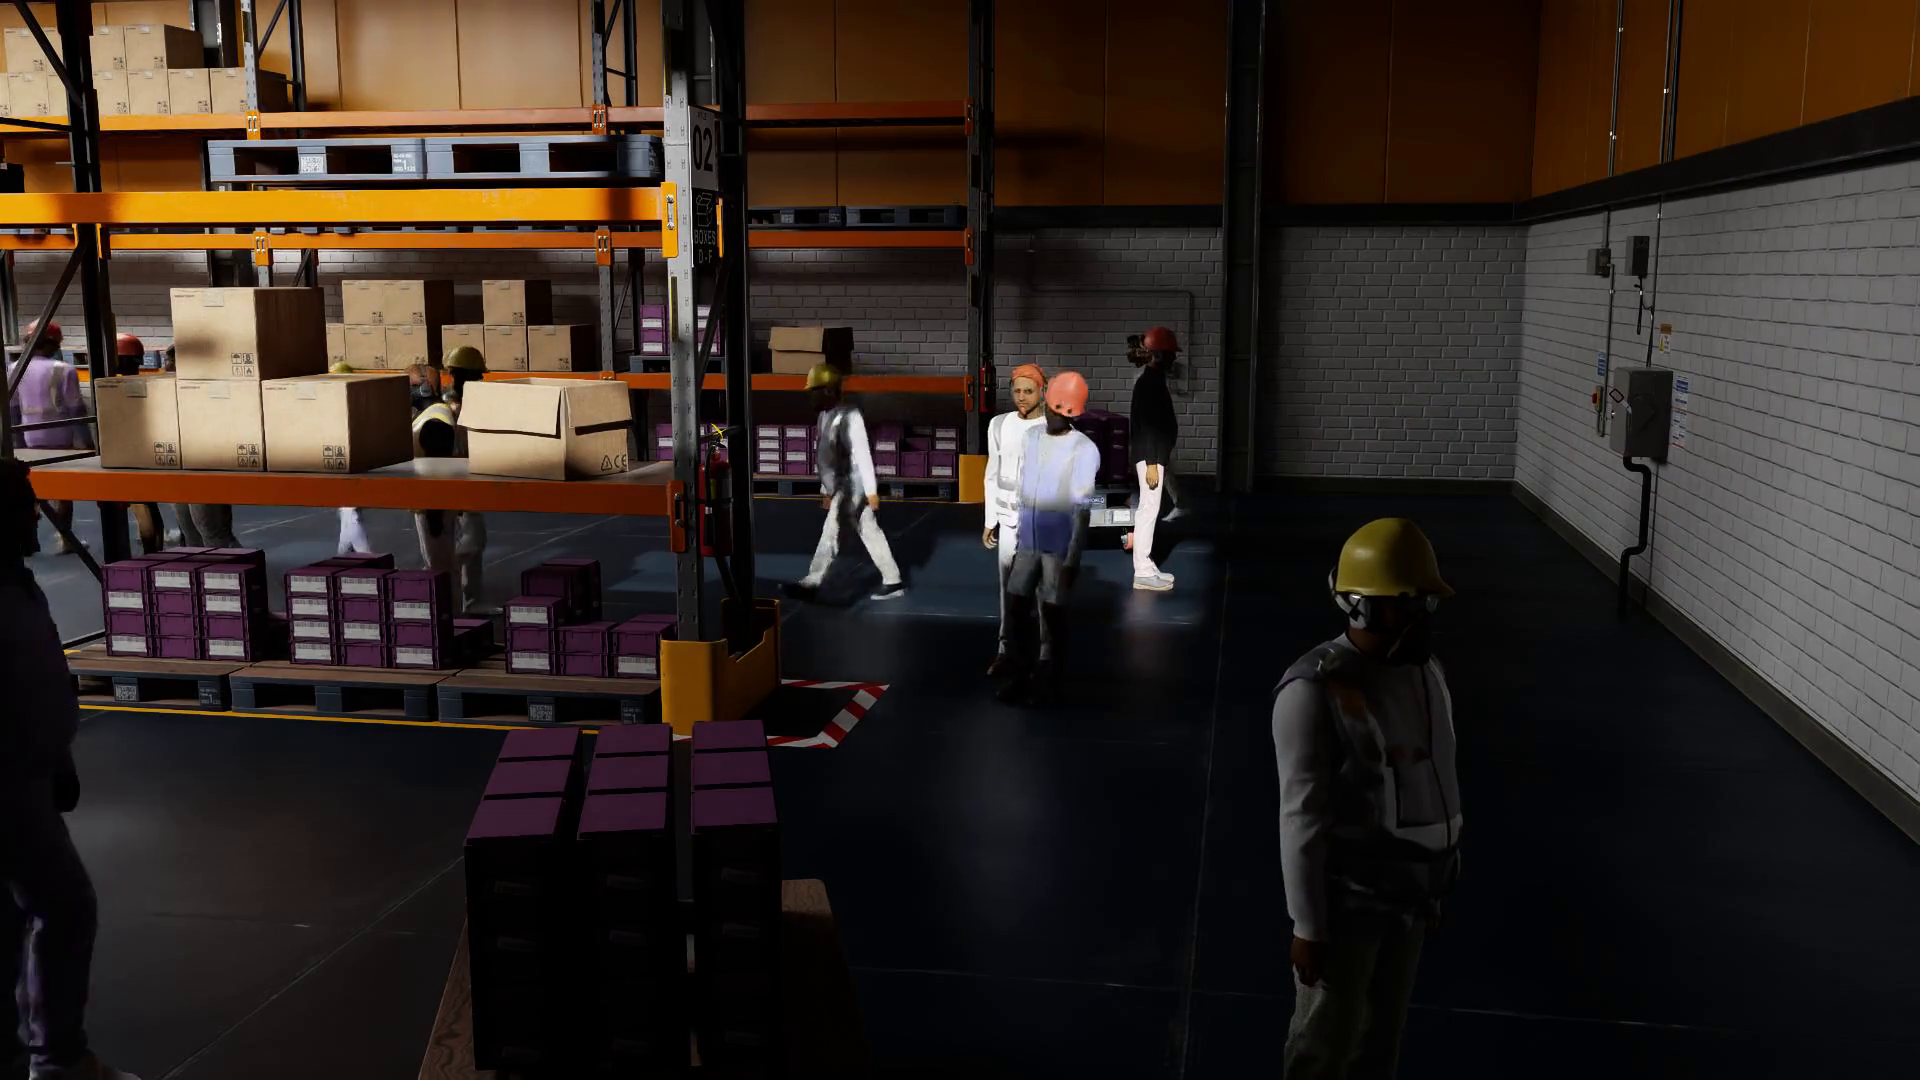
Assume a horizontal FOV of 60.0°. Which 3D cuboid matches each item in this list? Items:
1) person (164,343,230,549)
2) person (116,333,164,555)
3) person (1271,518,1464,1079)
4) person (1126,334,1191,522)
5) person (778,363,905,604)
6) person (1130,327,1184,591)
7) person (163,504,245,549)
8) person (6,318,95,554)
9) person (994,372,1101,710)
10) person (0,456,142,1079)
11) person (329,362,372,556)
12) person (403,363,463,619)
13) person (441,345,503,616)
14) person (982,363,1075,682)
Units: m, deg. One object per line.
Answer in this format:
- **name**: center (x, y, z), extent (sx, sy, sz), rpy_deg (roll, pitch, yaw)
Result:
- **person**: center (-5.402, -0.441, 11.735), extent (0.630, 1.940, 0.373), rpy_deg (7, 11, 37)
- **person**: center (-6.427, -0.637, 12.954), extent (0.362, 1.938, 0.545), rpy_deg (-2, 9, -11)
- **person**: center (1.000, 0.853, 4.031), extent (0.586, 1.835, 0.403), rpy_deg (-9, 13, -43)
- **person**: center (1.782, -1.073, 16.050), extent (0.989, 1.823, 0.533), rpy_deg (0, 9, 0)
- **person**: center (-0.835, -0.402, 12.086), extent (0.967, 1.757, 0.595), rpy_deg (-3, 10, -17)
- **person**: center (1.492, -0.621, 12.683), extent (0.394, 1.991, 0.625), rpy_deg (2, 9, 10)
- **person**: center (-6.223, -0.744, 13.733), extent (0.640, 1.913, 0.560), rpy_deg (-5, 10, -28)
- **person**: center (-7.715, -0.870, 14.108), extent (0.639, 2.029, 0.535), rpy_deg (1, 9, 7)
- **person**: center (0.493, 0.021, 9.047), extent (0.629, 1.877, 0.440), rpy_deg (8, 12, 42)
- **person**: center (-2.646, 0.697, 4.813), extent (0.657, 1.887, 0.673), rpy_deg (-3, 10, -17)
- **person**: center (-4.718, -0.503, 12.803), extent (0.893, 1.720, 0.535), rpy_deg (8, 12, 39)
- **person**: center (-3.398, -0.215, 10.685), extent (0.430, 1.834, 0.618), rpy_deg (-4, 10, -22)
- **person**: center (-3.484, -0.392, 11.527), extent (0.515, 1.906, 0.588), rpy_deg (-1, 9, -9)
- **person**: center (0.409, -0.103, 9.841), extent (0.581, 1.879, 0.349), rpy_deg (5, 10, 29)
